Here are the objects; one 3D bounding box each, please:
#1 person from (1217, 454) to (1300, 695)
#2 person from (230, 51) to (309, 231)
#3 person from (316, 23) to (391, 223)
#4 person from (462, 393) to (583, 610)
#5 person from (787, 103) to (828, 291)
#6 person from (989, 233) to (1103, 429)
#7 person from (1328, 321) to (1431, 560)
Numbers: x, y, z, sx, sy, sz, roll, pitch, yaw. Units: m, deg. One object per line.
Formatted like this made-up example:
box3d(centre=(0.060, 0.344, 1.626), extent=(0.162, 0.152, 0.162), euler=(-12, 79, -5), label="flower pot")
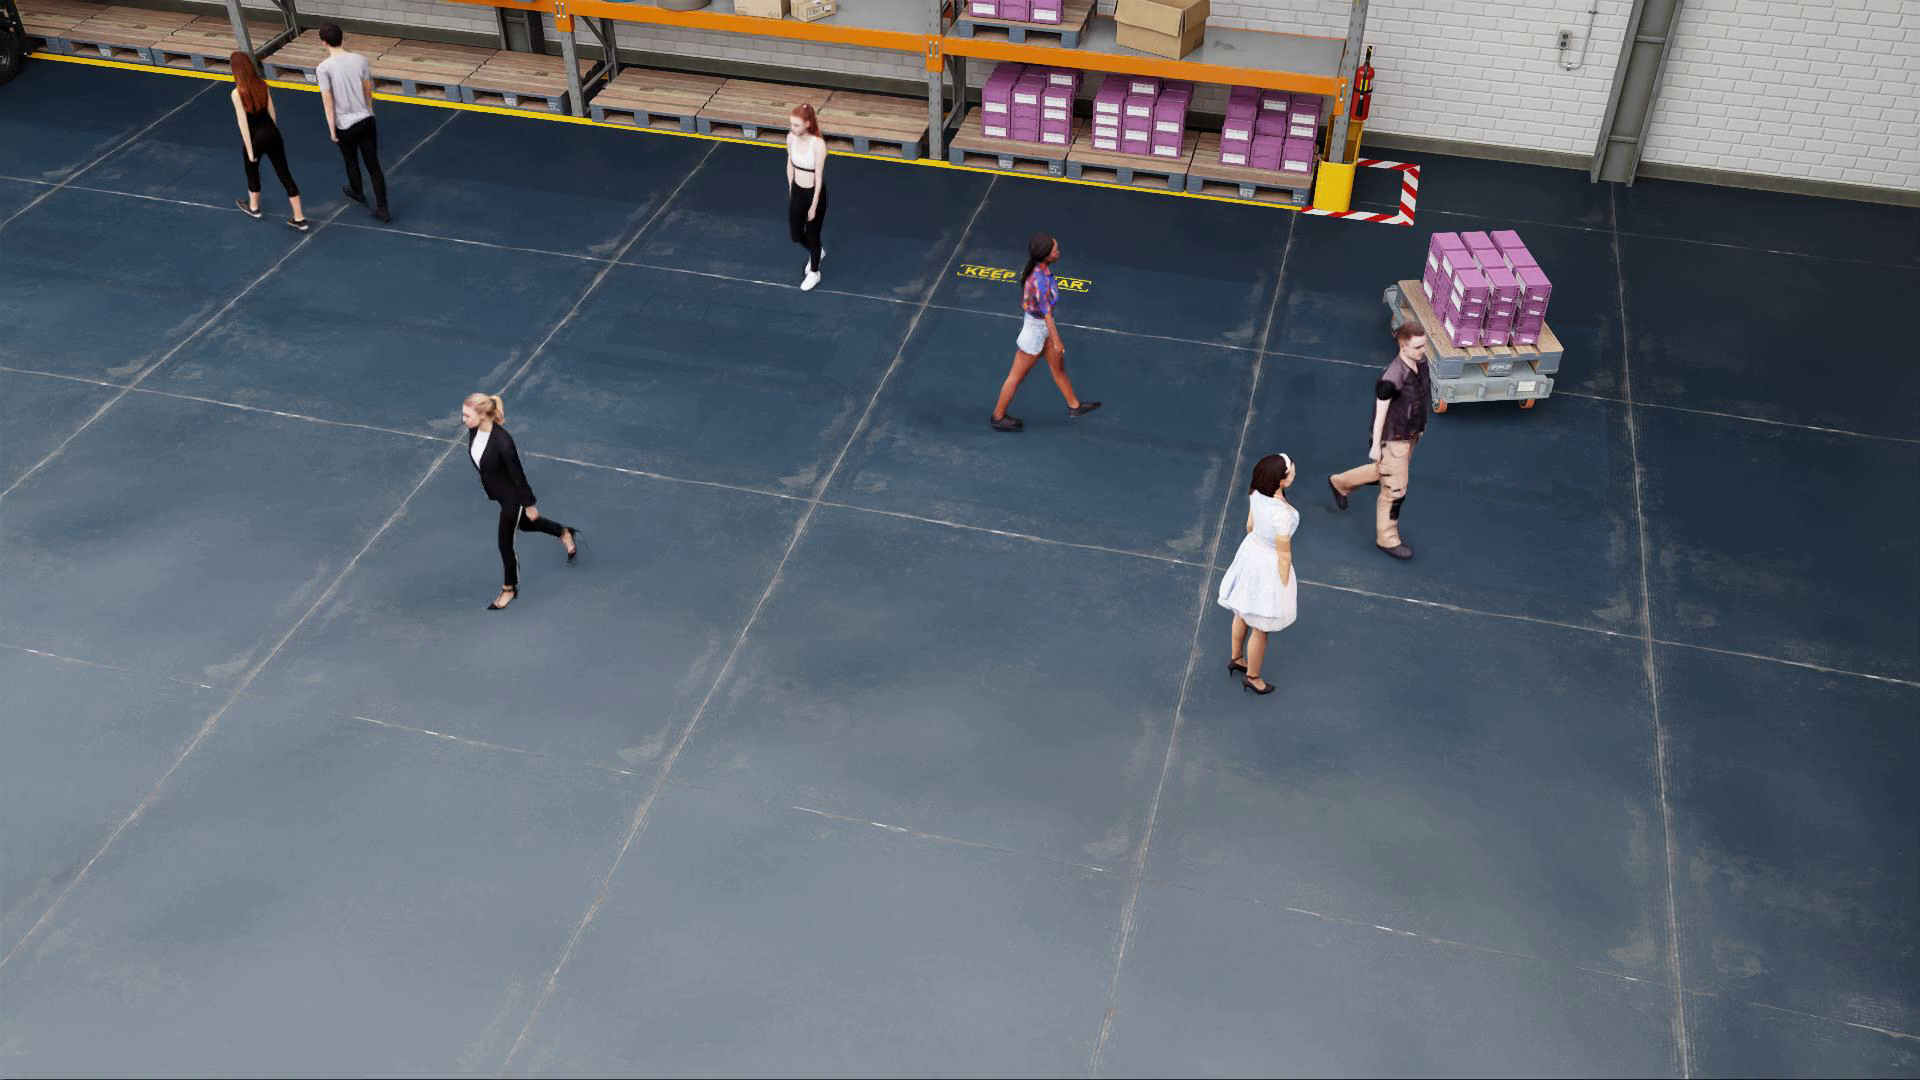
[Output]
box3d(centre=(1.909, 0.215, 10.472), extent=(0.902, 1.819, 0.852), euler=(-13, 40, -16), label="person")
box3d(centre=(-6.400, -3.655, 15.419), extent=(1.118, 1.694, 0.849), euler=(23, 44, 26), label="person")
box3d(centre=(-5.609, -3.844, 15.551), extent=(1.056, 1.823, 1.185), euler=(-29, 47, -32), label="person")
box3d(centre=(-2.966, -0.330, 11.276), extent=(1.136, 1.669, 1.066), euler=(30, 47, 32), label="person")
box3d(centre=(-1.265, -3.030, 14.602), extent=(0.708, 1.735, 0.743), euler=(22, 44, 25), label="person")
box3d(centre=(0.497, -1.559, 12.793), extent=(1.186, 1.696, 0.803), euler=(-1, 39, -1), label="person")
box3d(centre=(2.990, -0.779, 11.718), extent=(1.151, 1.819, 0.929), euler=(26, 46, 29), label="person")
